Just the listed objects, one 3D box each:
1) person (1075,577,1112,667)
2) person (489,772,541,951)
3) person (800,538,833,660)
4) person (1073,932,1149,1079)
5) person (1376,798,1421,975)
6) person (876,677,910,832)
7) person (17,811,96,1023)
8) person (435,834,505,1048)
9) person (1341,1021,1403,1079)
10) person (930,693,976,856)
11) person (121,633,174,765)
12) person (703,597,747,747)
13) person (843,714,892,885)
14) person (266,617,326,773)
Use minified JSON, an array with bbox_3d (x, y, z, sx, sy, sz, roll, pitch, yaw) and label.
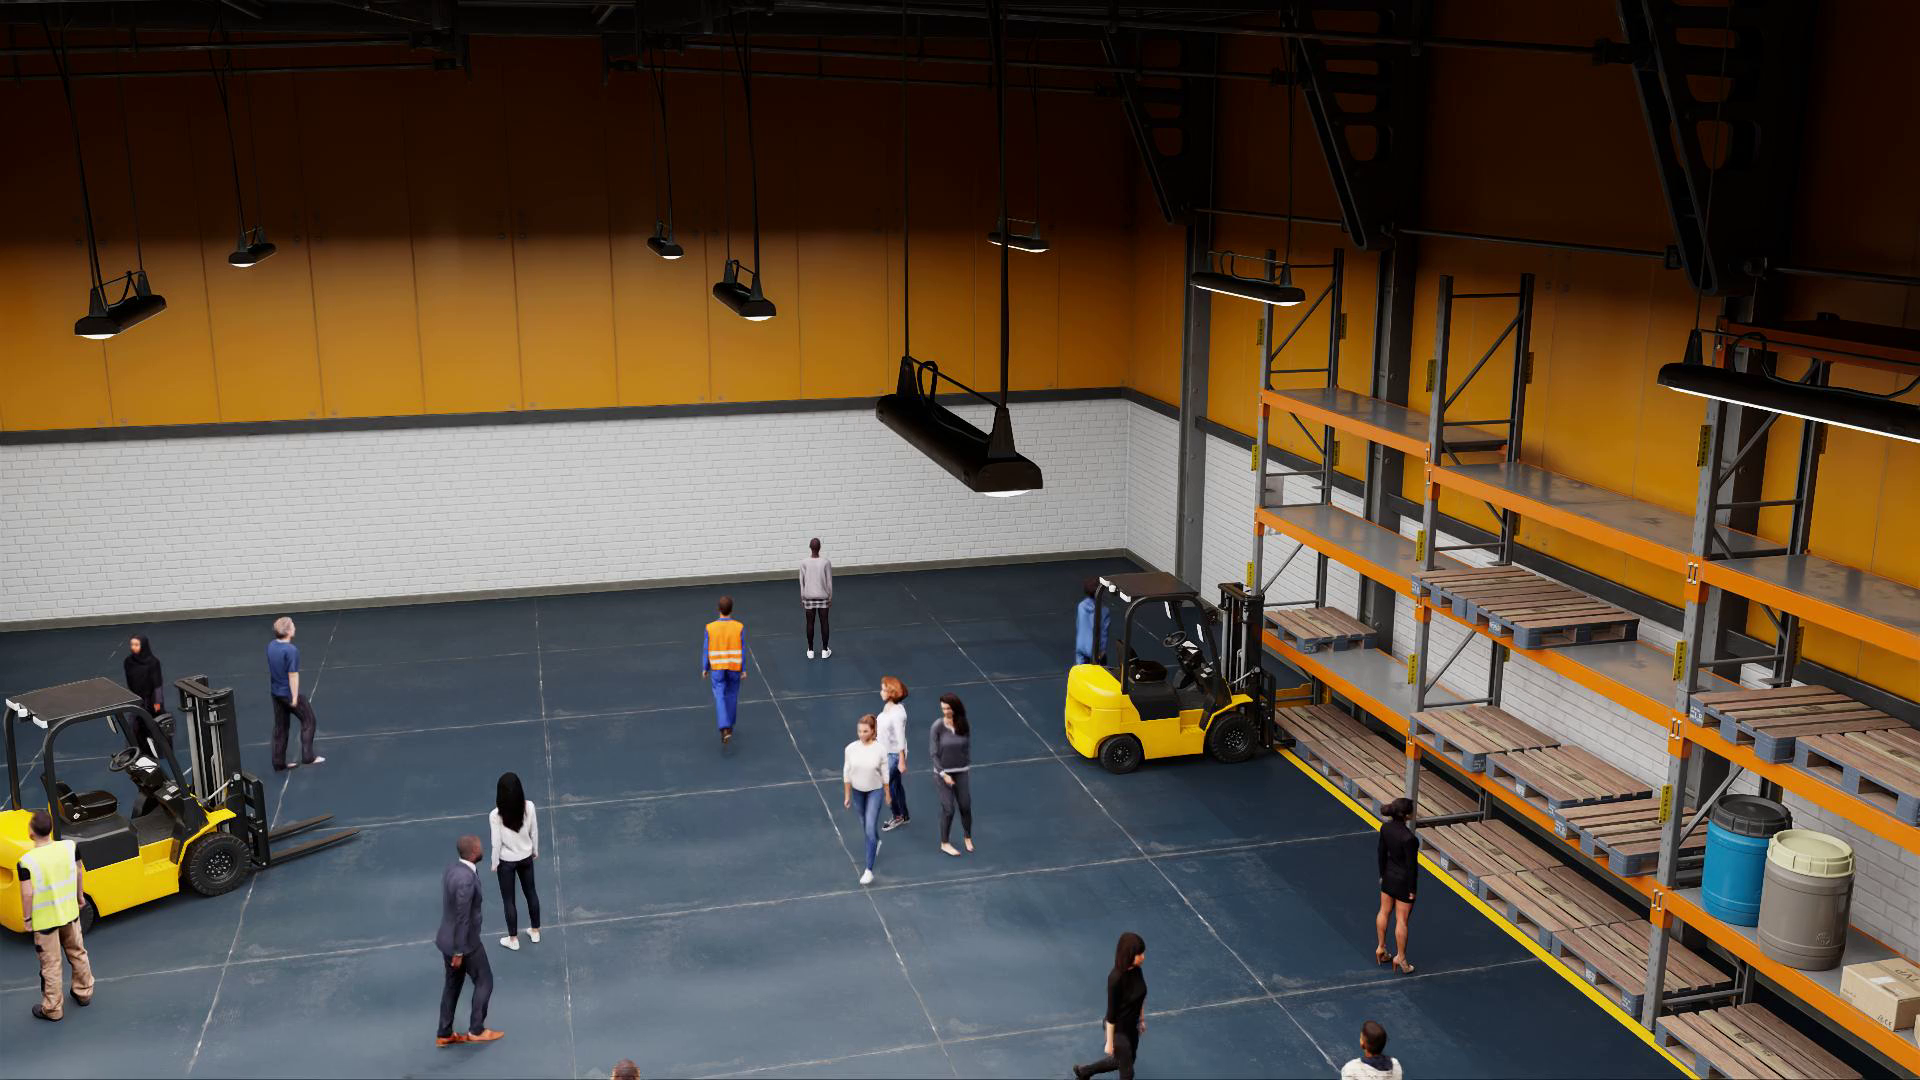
[{"bbox_3d":[1.653,1.399,21.566,1.150,1.771,1.195,8,16,30],"label":"person"},{"bbox_3d":[-4.103,2.942,15.348,0.701,1.699,0.699,-11,18,-39],"label":"person"},{"bbox_3d":[-2.067,0.826,23.933,0.668,1.772,0.614,0,14,-1],"label":"person"},{"bbox_3d":[1.162,3.665,12.529,1.059,1.620,0.943,9,16,33],"label":"person"},{"bbox_3d":[3.932,3.080,14.906,0.707,1.640,0.633,-8,16,-29],"label":"person"},{"bbox_3d":[-0.627,2.299,18.013,0.729,1.695,0.560,-4,14,-17],"label":"person"},{"bbox_3d":[-7.702,3.162,14.123,0.914,1.848,0.855,8,16,30],"label":"person"},{"bbox_3d":[-4.132,3.317,13.596,0.888,1.795,0.805,-6,15,-23],"label":"person"},{"bbox_3d":[2.837,4.034,11.403,0.663,1.434,0.932,-2,14,-9],"label":"person"},{"bbox_3d":[-0.136,2.431,17.364,0.701,1.743,0.711,-9,16,-32],"label":"person"},{"bbox_3d":[-9.714,1.875,19.951,0.846,1.607,1.160,1,14,2],"label":"person"},{"bbox_3d":[-2.889,1.636,20.459,0.742,1.833,1.180,-3,14,-11],"label":"person"},{"bbox_3d":[-0.918,2.572,16.922,0.995,1.678,1.201,4,14,17],"label":"person"},{"bbox_3d":[-7.992,1.844,19.555,0.887,1.853,0.947,7,15,26],"label":"person"}]
